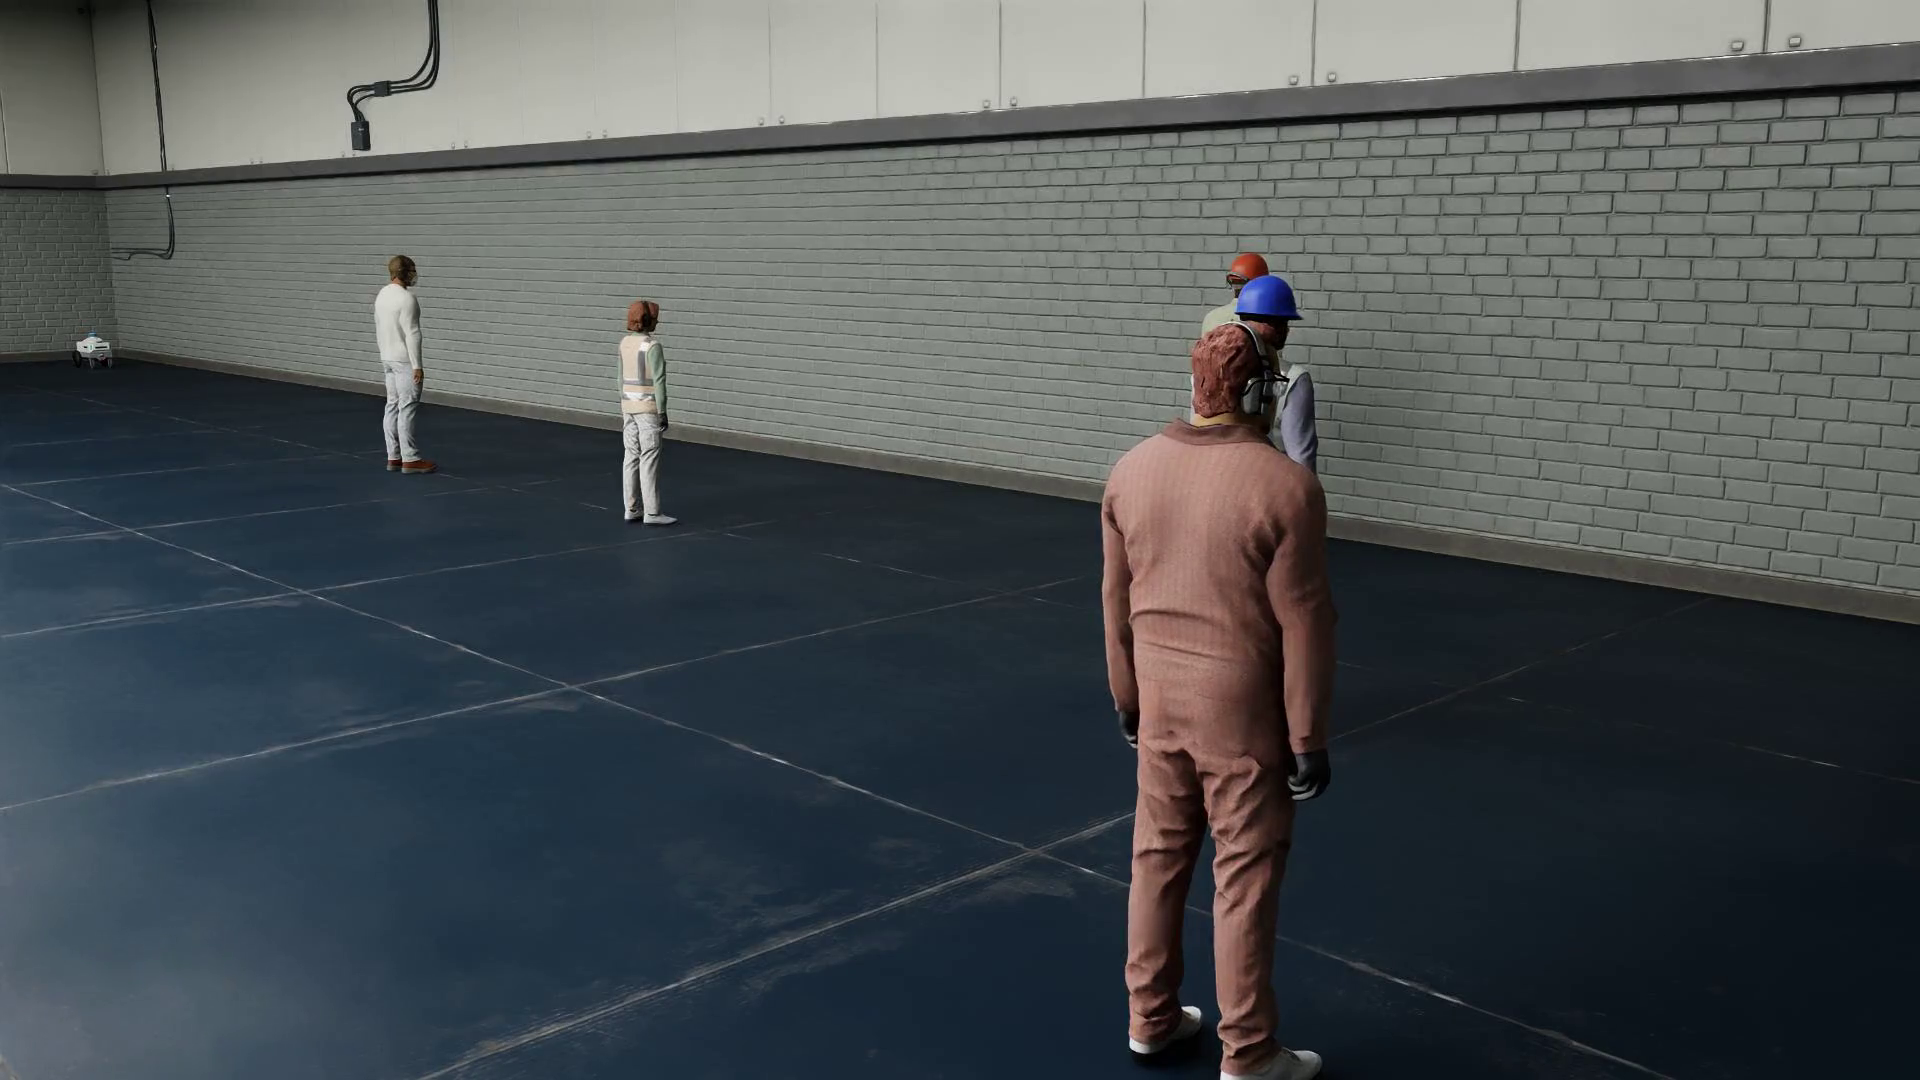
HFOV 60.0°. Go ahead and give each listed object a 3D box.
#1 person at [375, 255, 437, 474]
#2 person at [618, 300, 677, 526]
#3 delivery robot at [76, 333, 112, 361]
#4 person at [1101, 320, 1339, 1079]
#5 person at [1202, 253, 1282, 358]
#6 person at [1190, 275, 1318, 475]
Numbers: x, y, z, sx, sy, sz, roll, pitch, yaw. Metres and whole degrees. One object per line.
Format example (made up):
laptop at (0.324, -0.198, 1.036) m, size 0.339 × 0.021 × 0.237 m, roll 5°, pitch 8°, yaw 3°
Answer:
person at (-5.000, -1.578, 14.916) m, size 0.353 × 1.936 × 0.633 m, roll -10°, pitch 14°, yaw -43°
person at (-2.315, -0.930, 12.192) m, size 0.311 × 1.639 × 0.521 m, roll -10°, pitch 14°, yaw -43°
delivery robot at (-13.955, -3.092, 26.803) m, size 0.477 × 0.478 × 0.707 m, roll -10°, pitch 14°, yaw -44°
person at (0.659, 0.413, 4.141) m, size 0.401 × 1.906 × 0.649 m, roll -10°, pitch 14°, yaw -43°
person at (1.859, -0.878, 10.939) m, size 0.396 × 1.992 × 0.619 m, roll -10°, pitch 14°, yaw -43°
person at (1.238, -0.132, 7.009) m, size 0.404 × 1.943 × 0.612 m, roll -10°, pitch 14°, yaw -43°
